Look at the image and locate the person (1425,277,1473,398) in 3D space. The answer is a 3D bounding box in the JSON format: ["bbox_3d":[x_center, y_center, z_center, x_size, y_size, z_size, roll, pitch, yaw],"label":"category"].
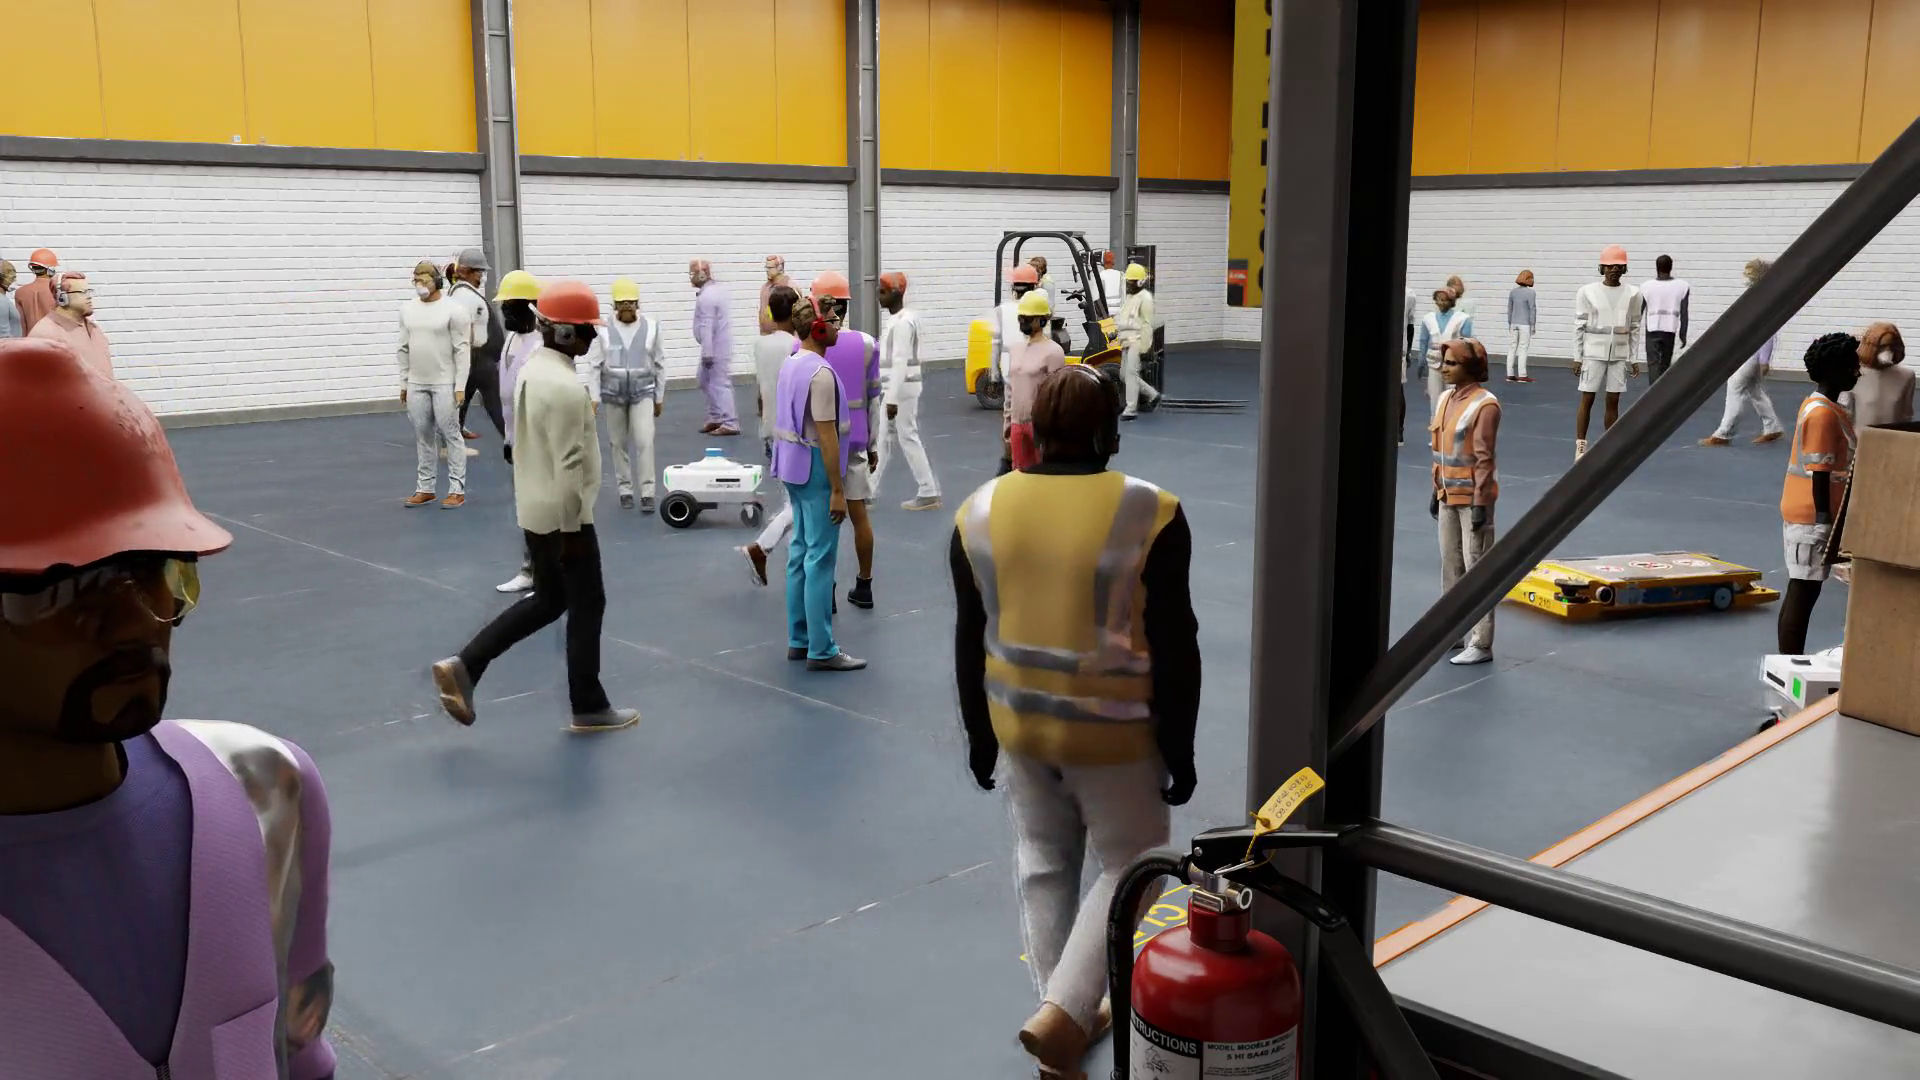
[{"bbox_3d":[6.311,-2.577,21.399,0.523,1.585,0.825,9,13,39],"label":"person"}]

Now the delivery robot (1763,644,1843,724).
[{"bbox_3d":[3.638,0.596,6.693,0.707,0.478,0.477,1,10,4],"label":"delivery robot"}]

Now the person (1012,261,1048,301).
[{"bbox_3d":[0.820,-2.244,18.928,0.506,1.841,0.346,8,13,37],"label":"person"}]

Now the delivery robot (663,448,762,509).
[{"bbox_3d":[-1.825,-0.436,12.323,0.707,0.478,0.477,0,10,-2],"label":"delivery robot"}]

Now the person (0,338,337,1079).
[{"bbox_3d":[-0.766,0.846,1.512,0.365,2.048,0.608,5,12,26],"label":"person"}]

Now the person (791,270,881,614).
[{"bbox_3d":[-0.717,-0.552,9.440,0.552,1.933,0.368,-6,12,-30],"label":"person"}]

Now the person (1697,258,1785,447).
[{"bbox_3d":[7.978,-1.879,16.770,0.874,1.908,0.634,2,11,11],"label":"person"}]

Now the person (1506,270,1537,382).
[{"bbox_3d":[8.209,-3.125,24.298,0.266,1.631,0.507,-5,12,-26],"label":"person"}]

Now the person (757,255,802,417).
[{"bbox_3d":[-2.132,-2.362,19.398,0.651,1.904,0.401,9,14,42],"label":"person"}]

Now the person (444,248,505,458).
[{"bbox_3d":[-4.546,-1.803,15.974,0.932,2.000,0.691,-6,12,-28],"label":"person"}]

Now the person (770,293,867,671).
[{"bbox_3d":[-0.720,-0.279,8.184,0.389,1.850,0.567,-5,11,-25],"label":"person"}]

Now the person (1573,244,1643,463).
[{"bbox_3d":[6.031,-1.718,15.505,0.605,2.045,0.377,1,10,5],"label":"person"}]

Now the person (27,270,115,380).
[{"bbox_3d":[-5.528,-0.732,10.501,0.407,1.908,0.641,1,10,3],"label":"person"}]

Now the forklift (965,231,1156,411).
[{"bbox_3d":[1.222,-2.721,20.561,2.313,2.155,1.214,2,11,13],"label":"forklift"}]

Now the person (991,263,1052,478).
[{"bbox_3d":[0.556,-1.477,14.627,0.564,1.888,0.986,7,12,32],"label":"person"}]

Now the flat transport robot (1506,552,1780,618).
[{"bbox_3d":[3.931,0.245,9.636,1.431,0.197,0.652,-3,11,-16],"label":"flat transport robot"}]

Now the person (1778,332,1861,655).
[{"bbox_3d":[3.933,-0.099,7.624,0.318,1.697,0.535,5,11,24],"label":"person"}]

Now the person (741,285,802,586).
[{"bbox_3d":[-1.061,-0.613,10.054,0.534,1.842,0.702,9,14,42],"label":"person"}]

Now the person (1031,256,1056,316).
[{"bbox_3d":[1.107,-3.052,23.339,0.430,1.842,0.619,-3,11,-15],"label":"person"}]

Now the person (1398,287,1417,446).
[{"bbox_3d":[4.300,-1.916,16.794,0.613,1.963,0.362,-3,11,-18],"label":"person"}]

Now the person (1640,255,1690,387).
[{"bbox_3d":[8.637,-2.567,20.569,0.615,1.880,0.829,2,11,9],"label":"person"}]

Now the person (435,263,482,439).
[{"bbox_3d":[-5.324,-1.959,17.341,0.494,1.854,0.528,-4,11,-20],"label":"person"}]

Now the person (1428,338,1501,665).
[{"bbox_3d":[2.526,-0.197,8.348,0.318,1.630,0.512,-2,11,-13],"label":"person"}]

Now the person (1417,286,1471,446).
[{"bbox_3d":[4.882,-1.737,16.753,0.554,1.621,0.357,7,13,34],"label":"person"}]

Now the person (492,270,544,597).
[{"bbox_3d":[-2.527,-0.610,9.776,0.373,1.928,0.584,-9,14,-41],"label":"person"}]

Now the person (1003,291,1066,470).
[{"bbox_3d":[0.480,-0.764,11.059,0.306,1.770,0.525,-9,14,-41],"label":"person"}]

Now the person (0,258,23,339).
[{"bbox_3d":[-8.284,-1.468,14.441,0.373,1.935,0.628,-8,13,-38],"label":"person"}]

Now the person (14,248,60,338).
[{"bbox_3d":[-9.200,-1.939,16.841,0.611,1.996,0.379,1,10,3],"label":"person"}]

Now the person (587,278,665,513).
[{"bbox_3d":[-2.554,-1.100,12.785,0.595,1.799,0.787,-2,11,-12],"label":"person"}]

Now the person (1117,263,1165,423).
[{"bbox_3d":[2.038,-2.236,18.932,0.602,1.815,0.608,-2,11,-13],"label":"person"}]

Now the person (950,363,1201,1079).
[{"bbox_3d":[0.272,0.481,4.101,0.640,1.829,0.611,6,12,30],"label":"person"}]

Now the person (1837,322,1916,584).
[{"bbox_3d":[5.496,-0.493,9.984,0.516,1.613,0.623,1,10,4],"label":"person"}]

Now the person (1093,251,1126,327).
[{"bbox_3d":[2.289,-3.494,25.616,0.572,1.887,0.354,-4,11,-20],"label":"person"}]

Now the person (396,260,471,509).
[{"bbox_3d":[-4.119,-1.209,13.020,0.631,1.939,0.372,3,11,16],"label":"person"}]

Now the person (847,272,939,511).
[{"bbox_3d":[-0.536,-1.128,12.810,0.813,1.851,0.603,-2,11,-12],"label":"person"}]

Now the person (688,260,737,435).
[{"bbox_3d":[-2.648,-2.038,17.720,0.569,1.872,0.655,-1,10,-5],"label":"person"}]

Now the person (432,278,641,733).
[{"bbox_3d":[-1.774,-0.107,6.953,0.785,1.960,0.614,-7,13,-34],"label":"person"}]
